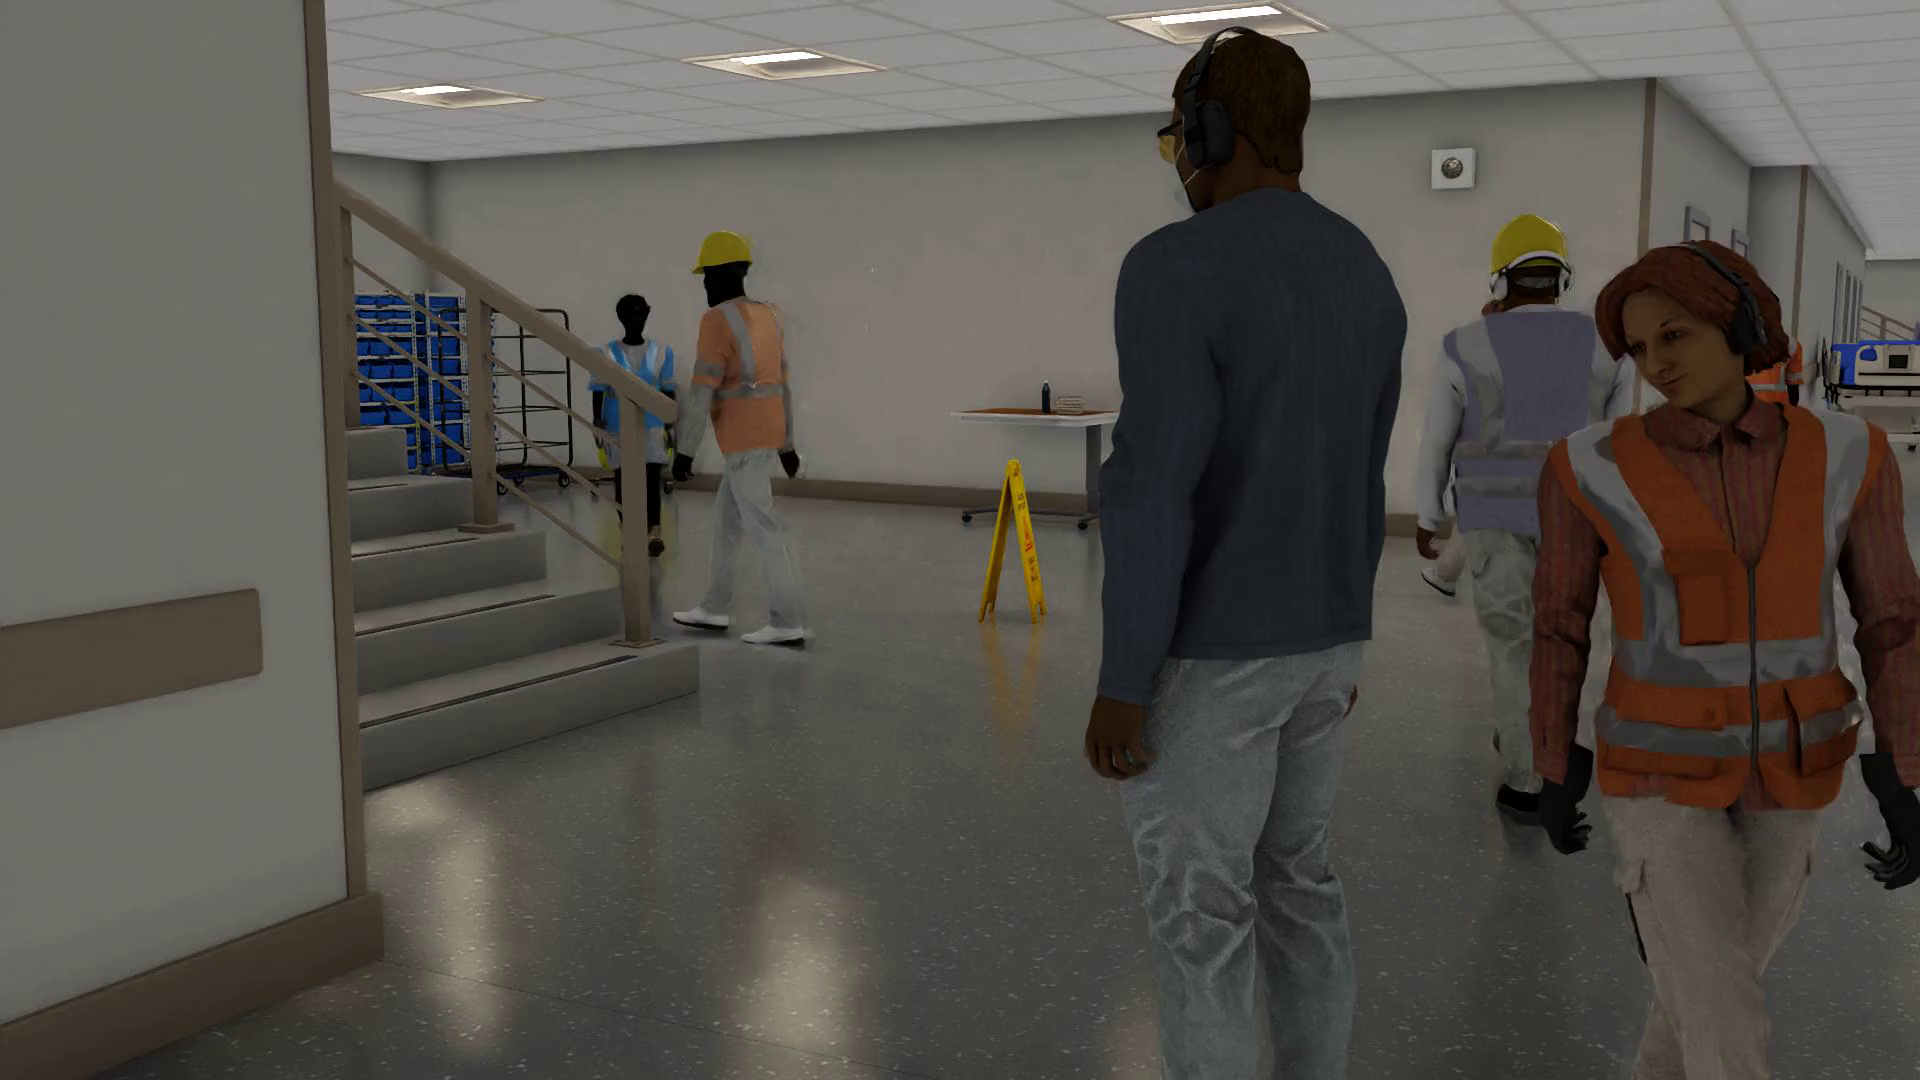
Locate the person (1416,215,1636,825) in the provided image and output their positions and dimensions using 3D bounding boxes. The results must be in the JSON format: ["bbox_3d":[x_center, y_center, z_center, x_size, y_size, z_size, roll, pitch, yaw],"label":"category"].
[{"bbox_3d":[1.714,-0.088,5.153,0.601,1.789,0.880,0,7,2],"label":"person"}]

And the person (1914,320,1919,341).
[{"bbox_3d":[20.077,-3.941,34.404,0.630,1.893,0.834,5,9,35],"label":"person"}]

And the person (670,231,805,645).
[{"bbox_3d":[-1.082,-0.464,7.685,0.895,1.886,0.594,2,8,18],"label":"person"}]

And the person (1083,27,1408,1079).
[{"bbox_3d":[0.447,0.181,2.612,0.382,1.928,0.634,7,10,44],"label":"person"}]

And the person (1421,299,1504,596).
[{"bbox_3d":[2.782,-0.450,8.674,0.546,1.593,0.830,-2,8,-18],"label":"person"}]

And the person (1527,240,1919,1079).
[{"bbox_3d":[1.111,0.368,2.441,0.497,1.589,0.755,0,7,1],"label":"person"}]

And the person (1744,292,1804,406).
[{"bbox_3d":[5.126,-0.760,10.715,0.540,1.696,0.317,1,7,8],"label":"person"}]

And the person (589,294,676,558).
[{"bbox_3d":[-2.058,-0.716,10.520,0.550,1.648,0.850,-2,8,-15],"label":"person"}]
